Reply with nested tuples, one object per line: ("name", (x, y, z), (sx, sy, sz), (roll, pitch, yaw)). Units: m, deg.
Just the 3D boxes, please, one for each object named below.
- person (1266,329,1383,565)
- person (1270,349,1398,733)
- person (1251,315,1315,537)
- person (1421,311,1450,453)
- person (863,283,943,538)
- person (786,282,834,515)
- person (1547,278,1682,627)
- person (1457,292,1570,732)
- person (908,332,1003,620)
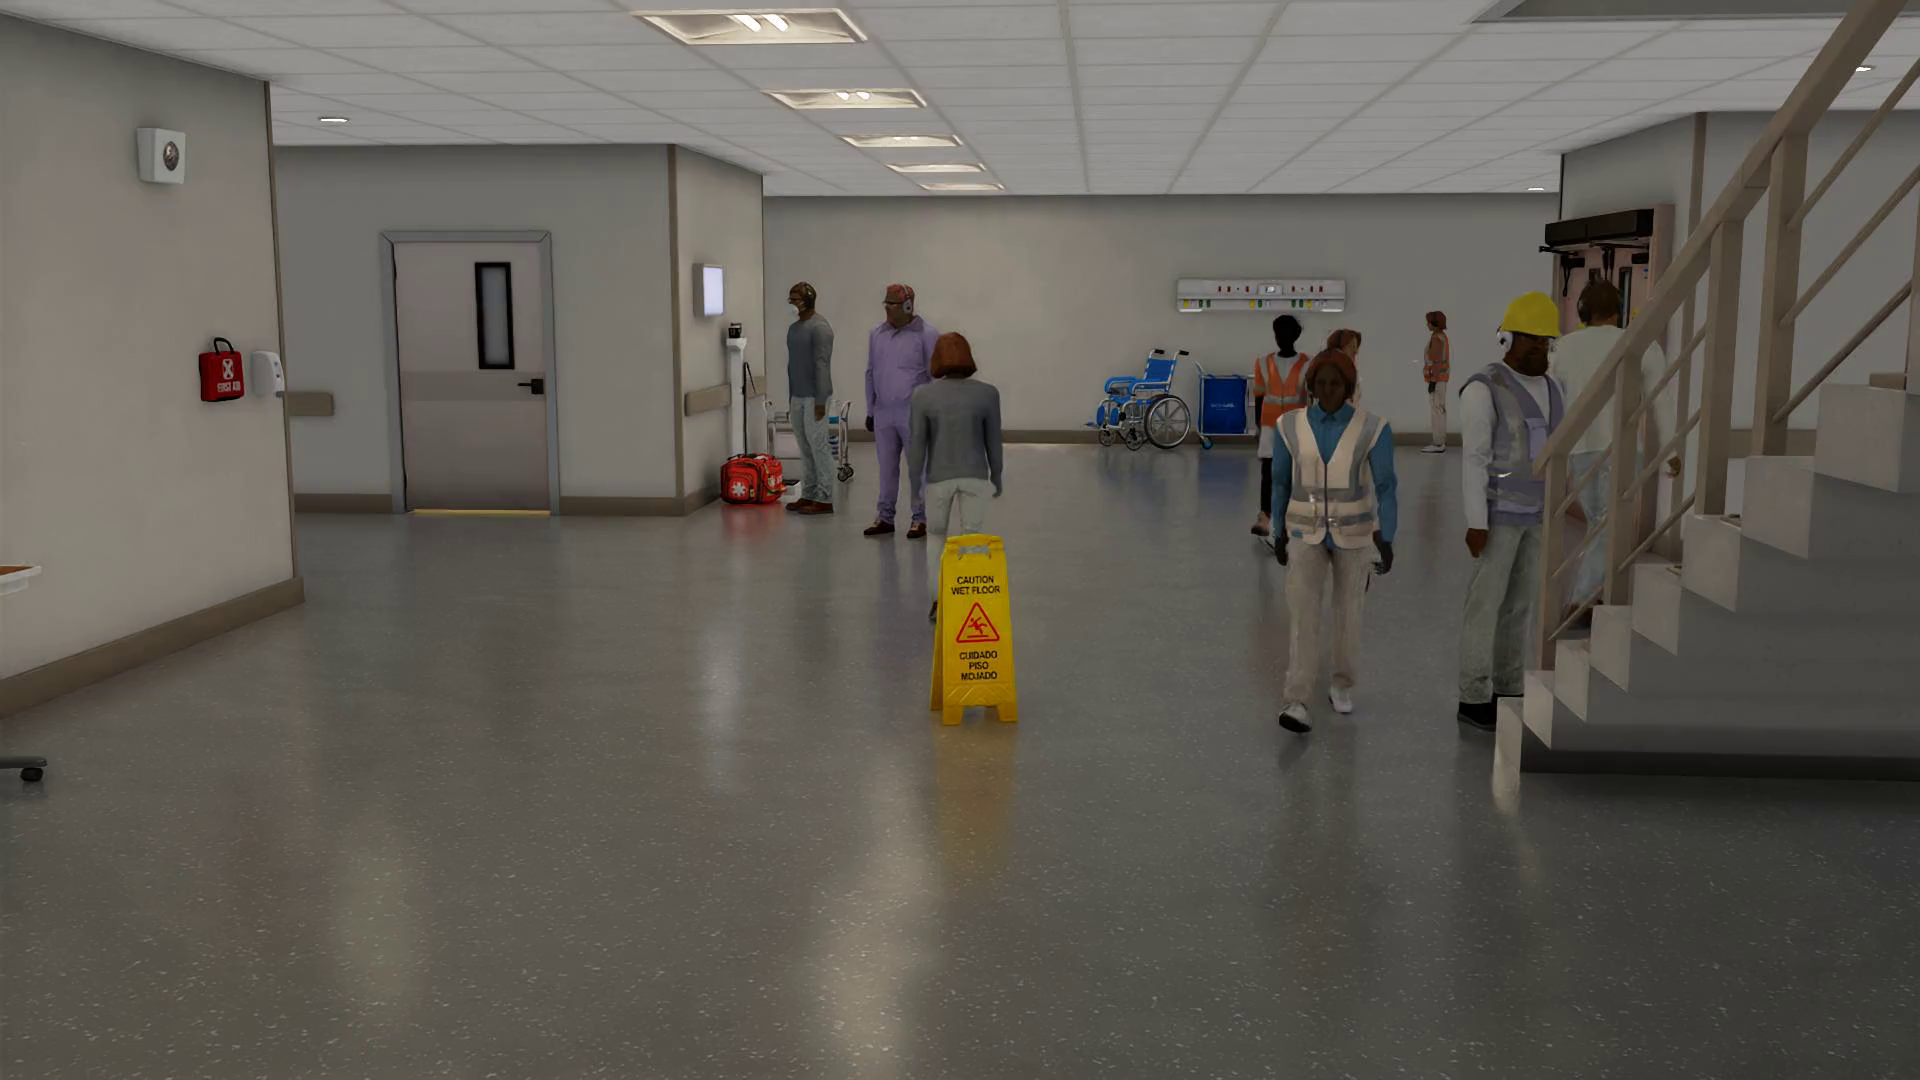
("person", (2.507, -0.645, 11.361), (0.506, 1.595, 0.868), (-8, 11, -43))
("person", (1.549, 0.002, 6.953), (0.540, 1.584, 0.874), (3, 9, 20))
("person", (2.432, -0.849, 12.482), (0.545, 1.660, 0.765), (3, 9, 21))
("person", (5.511, -1.827, 19.253), (0.311, 1.636, 0.523), (4, 9, 23))
("person", (-0.447, -0.965, 12.497), (0.641, 1.904, 0.401), (5, 10, 30))
("person", (-1.252, -1.174, 13.840), (0.367, 1.932, 0.623), (-6, 10, -33))
("person", (3.542, -0.469, 9.124), (0.698, 1.902, 0.688), (7, 11, 41))
("person", (2.340, -0.120, 6.995), (0.595, 1.828, 0.403), (-6, 10, -36))
("person", (-0.020, -0.316, 9.050), (0.518, 1.618, 0.471), (0, 8, -1))
